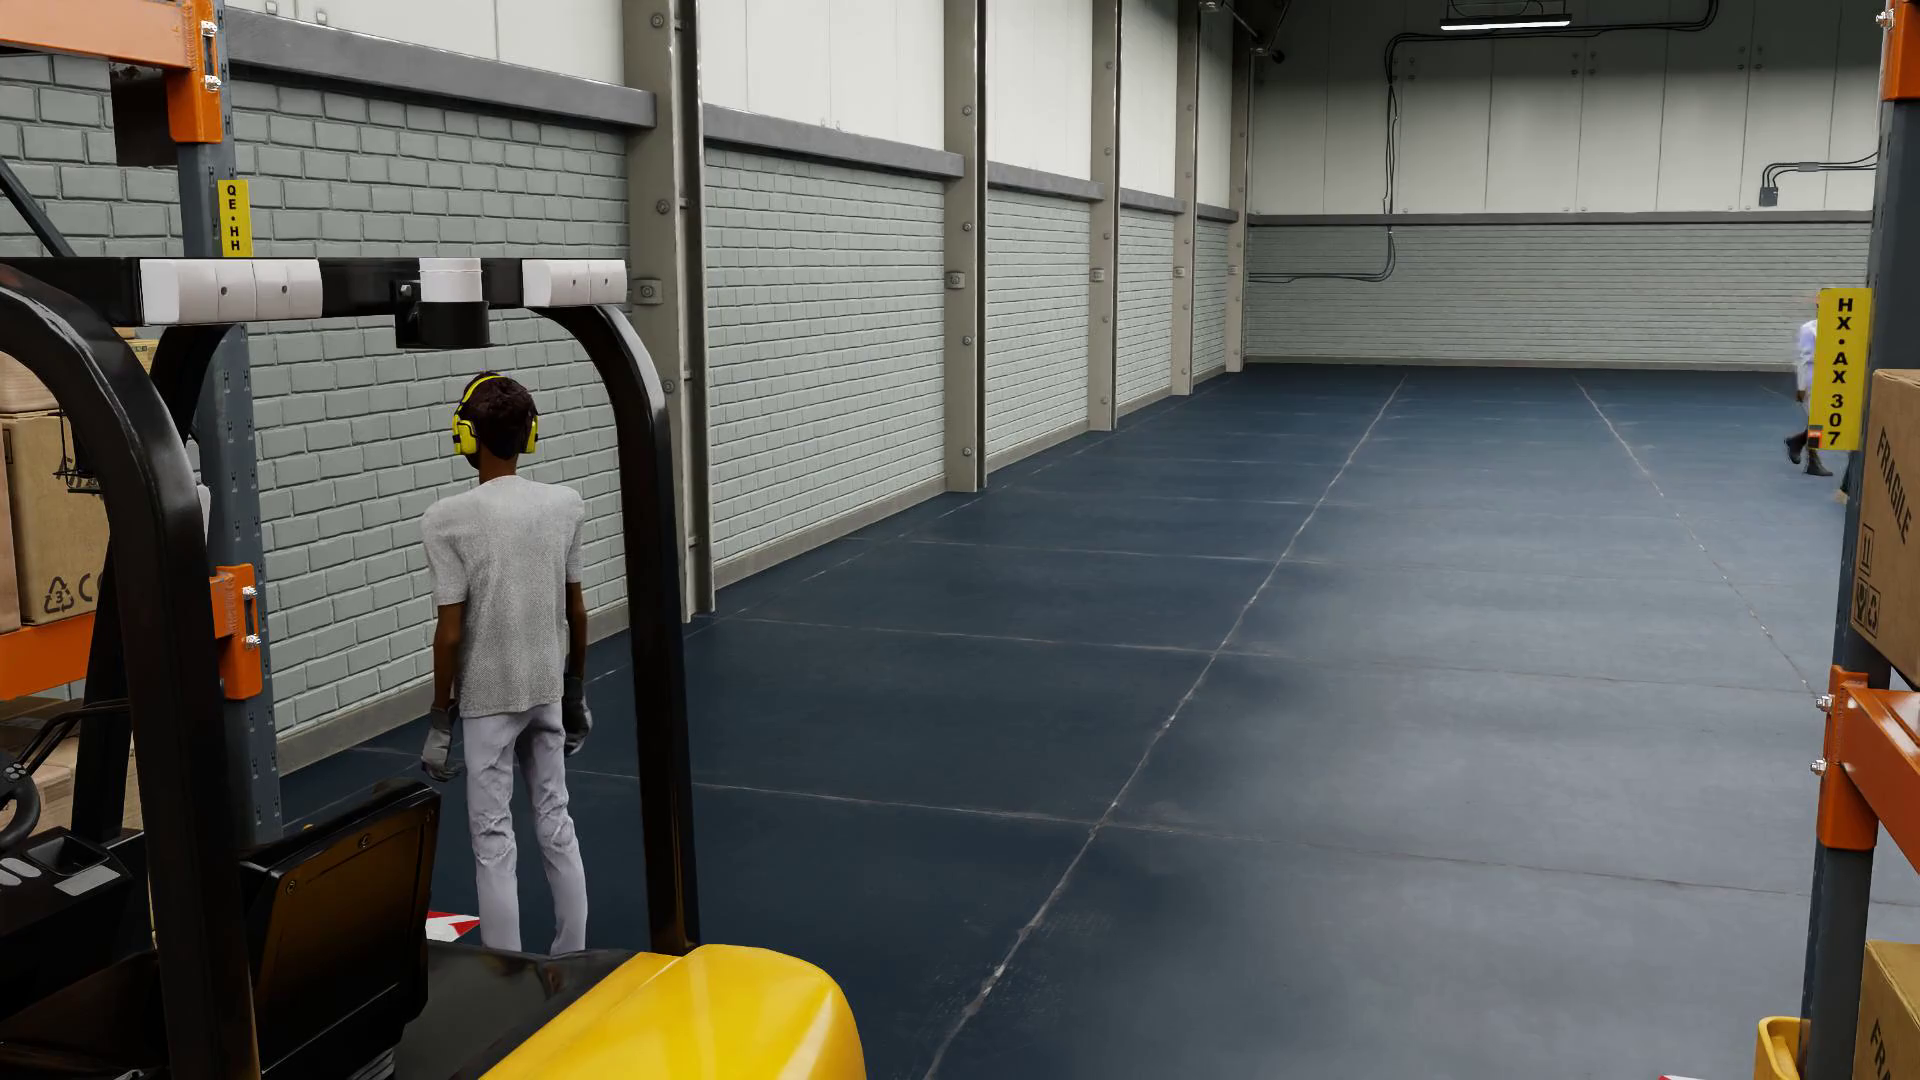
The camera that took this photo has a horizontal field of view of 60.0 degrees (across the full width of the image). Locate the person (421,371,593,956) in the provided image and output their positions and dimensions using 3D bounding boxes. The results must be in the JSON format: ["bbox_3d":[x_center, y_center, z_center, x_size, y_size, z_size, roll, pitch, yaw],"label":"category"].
[{"bbox_3d":[-1.271,0.467,4.669,0.324,1.871,0.526,8,13,41],"label":"person"}]

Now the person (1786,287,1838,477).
[{"bbox_3d":[8.748,-1.627,16.998,0.549,1.916,0.679,-3,10,-15],"label":"person"}]

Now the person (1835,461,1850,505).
[{"bbox_3d":[8.191,-1.285,14.594,0.681,2.000,0.557,-5,11,-27],"label":"person"}]
